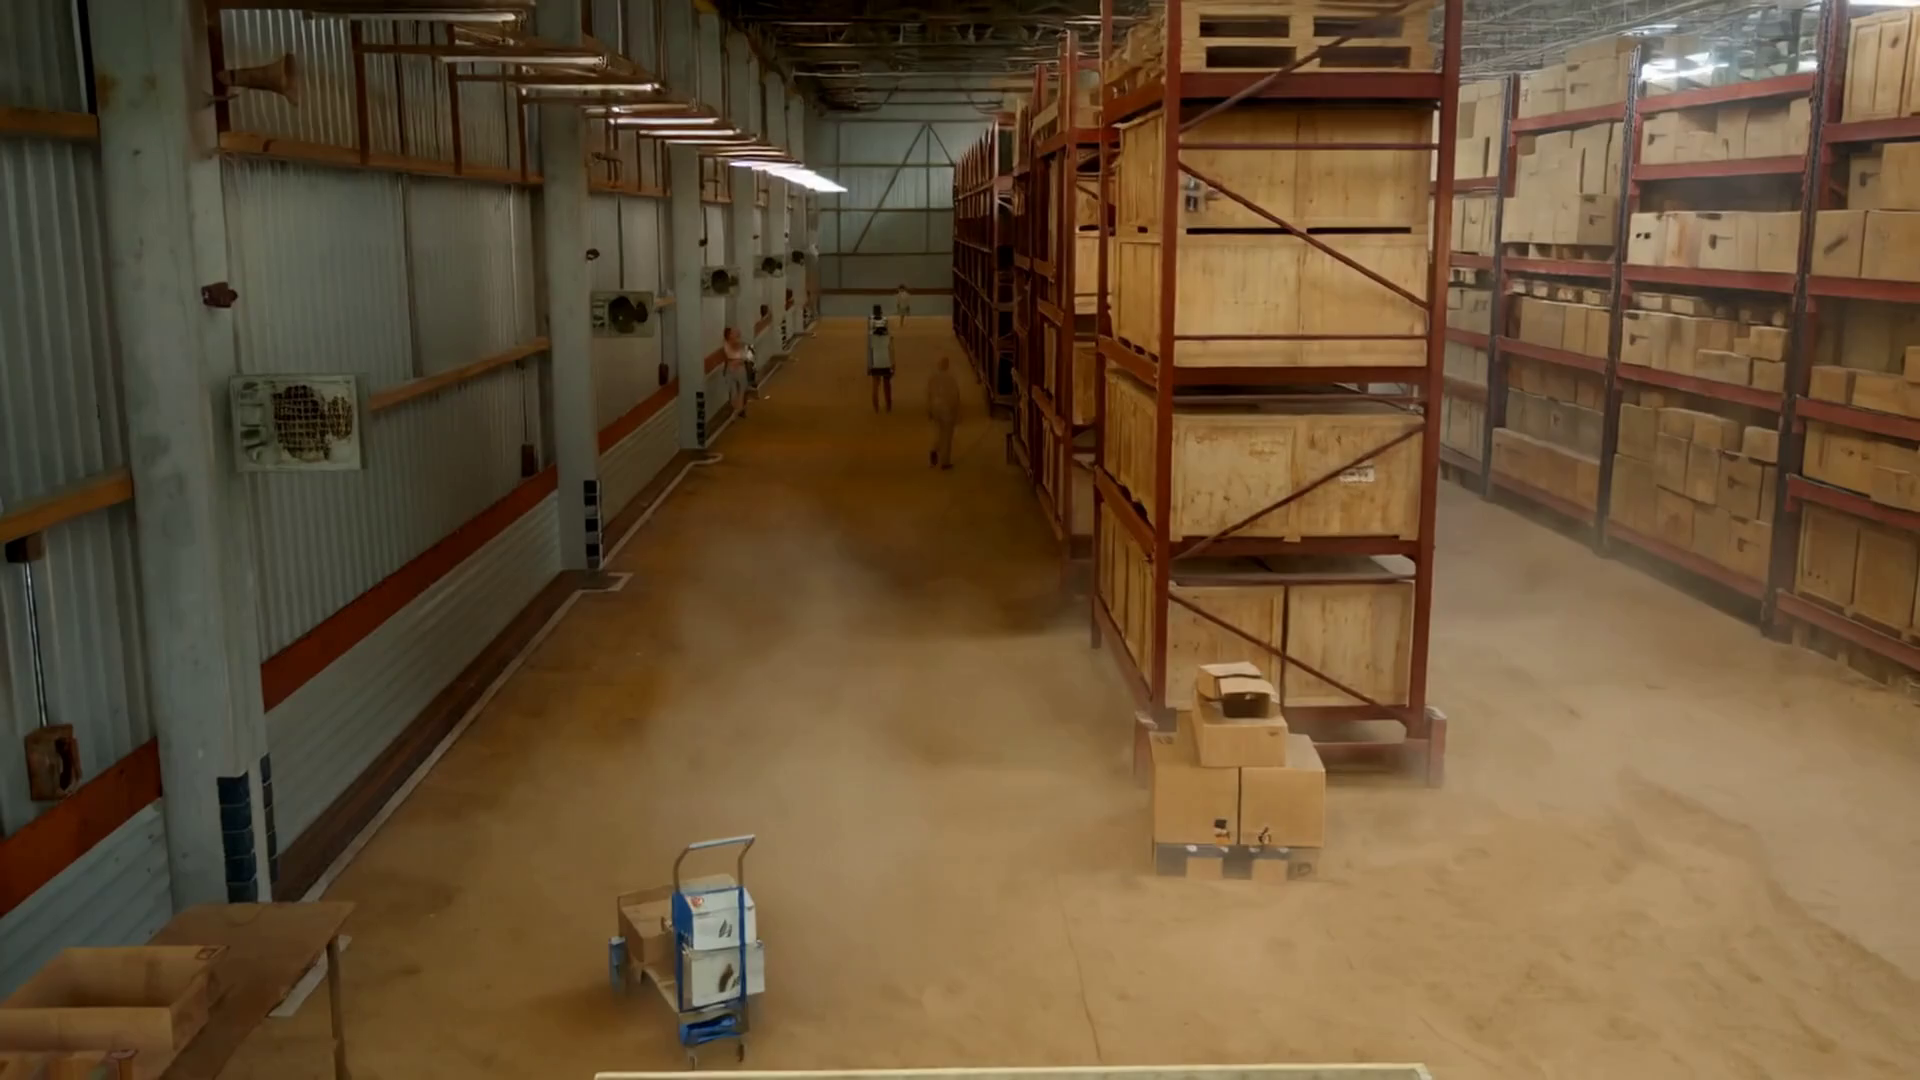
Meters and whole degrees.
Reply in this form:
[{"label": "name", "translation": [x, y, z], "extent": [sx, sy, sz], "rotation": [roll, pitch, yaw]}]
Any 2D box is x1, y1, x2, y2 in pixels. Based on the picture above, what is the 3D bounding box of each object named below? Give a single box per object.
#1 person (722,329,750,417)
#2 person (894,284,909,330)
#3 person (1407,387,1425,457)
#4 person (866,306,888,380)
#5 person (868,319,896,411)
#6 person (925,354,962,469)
[{"label": "person", "translation": [-4.673, -3.496, 34.766], "extent": [0.588, 1.839, 0.378], "rotation": [1, 11, 4]}, {"label": "person", "translation": [-2.175, -8.764, 62.474], "extent": [0.563, 1.727, 0.733], "rotation": [5, 12, 23]}, {"label": "person", "translation": [6.778, -1.441, 24.430], "extent": [0.532, 1.698, 0.319], "rotation": [-1, 11, -3]}, {"label": "person", "translation": [-2.142, -5.079, 42.825], "extent": [0.596, 1.908, 0.405], "rotation": [-4, 12, -19]}, {"label": "person", "translation": [-1.673, -3.753, 35.716], "extent": [0.617, 1.986, 0.406], "rotation": [-3, 11, -15]}, {"label": "person", "translation": [-0.247, -2.104, 27.361], "extent": [0.676, 1.892, 0.429], "rotation": [8, 13, 35]}]
